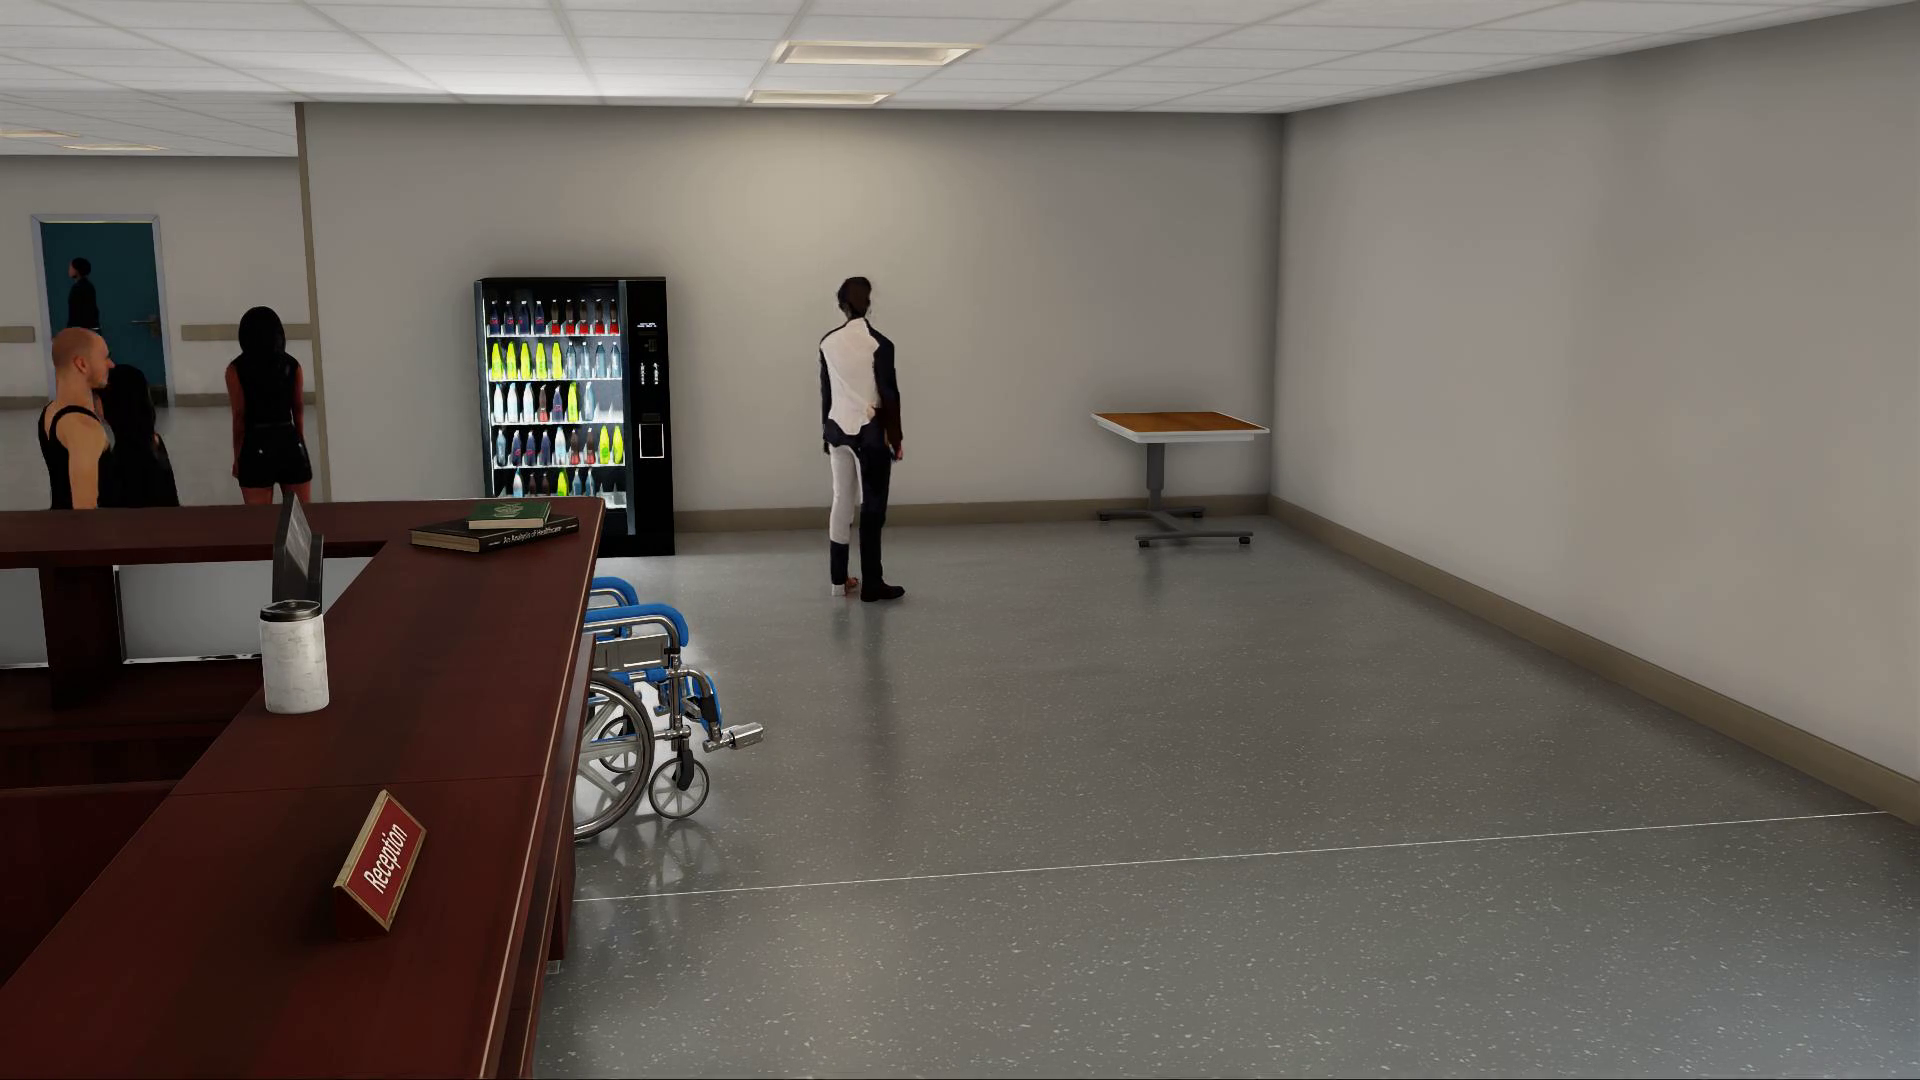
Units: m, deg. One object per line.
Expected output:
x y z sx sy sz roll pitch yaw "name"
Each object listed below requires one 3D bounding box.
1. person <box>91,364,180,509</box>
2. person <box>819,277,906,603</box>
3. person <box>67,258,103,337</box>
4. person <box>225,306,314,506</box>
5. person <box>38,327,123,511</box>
-3.257 0.100 6.875 1.056 1.611 0.640 -1 11 -4 "person"
-0.596 -0.598 9.789 0.776 1.897 0.836 8 14 38 "person"
-9.509 -2.158 18.310 1.107 1.784 0.651 -1 11 -7 "person"
-3.890 -0.446 9.408 0.745 1.740 0.659 10 14 41 "person"
-3.421 0.130 6.300 1.065 1.767 1.191 10 14 41 "person"
